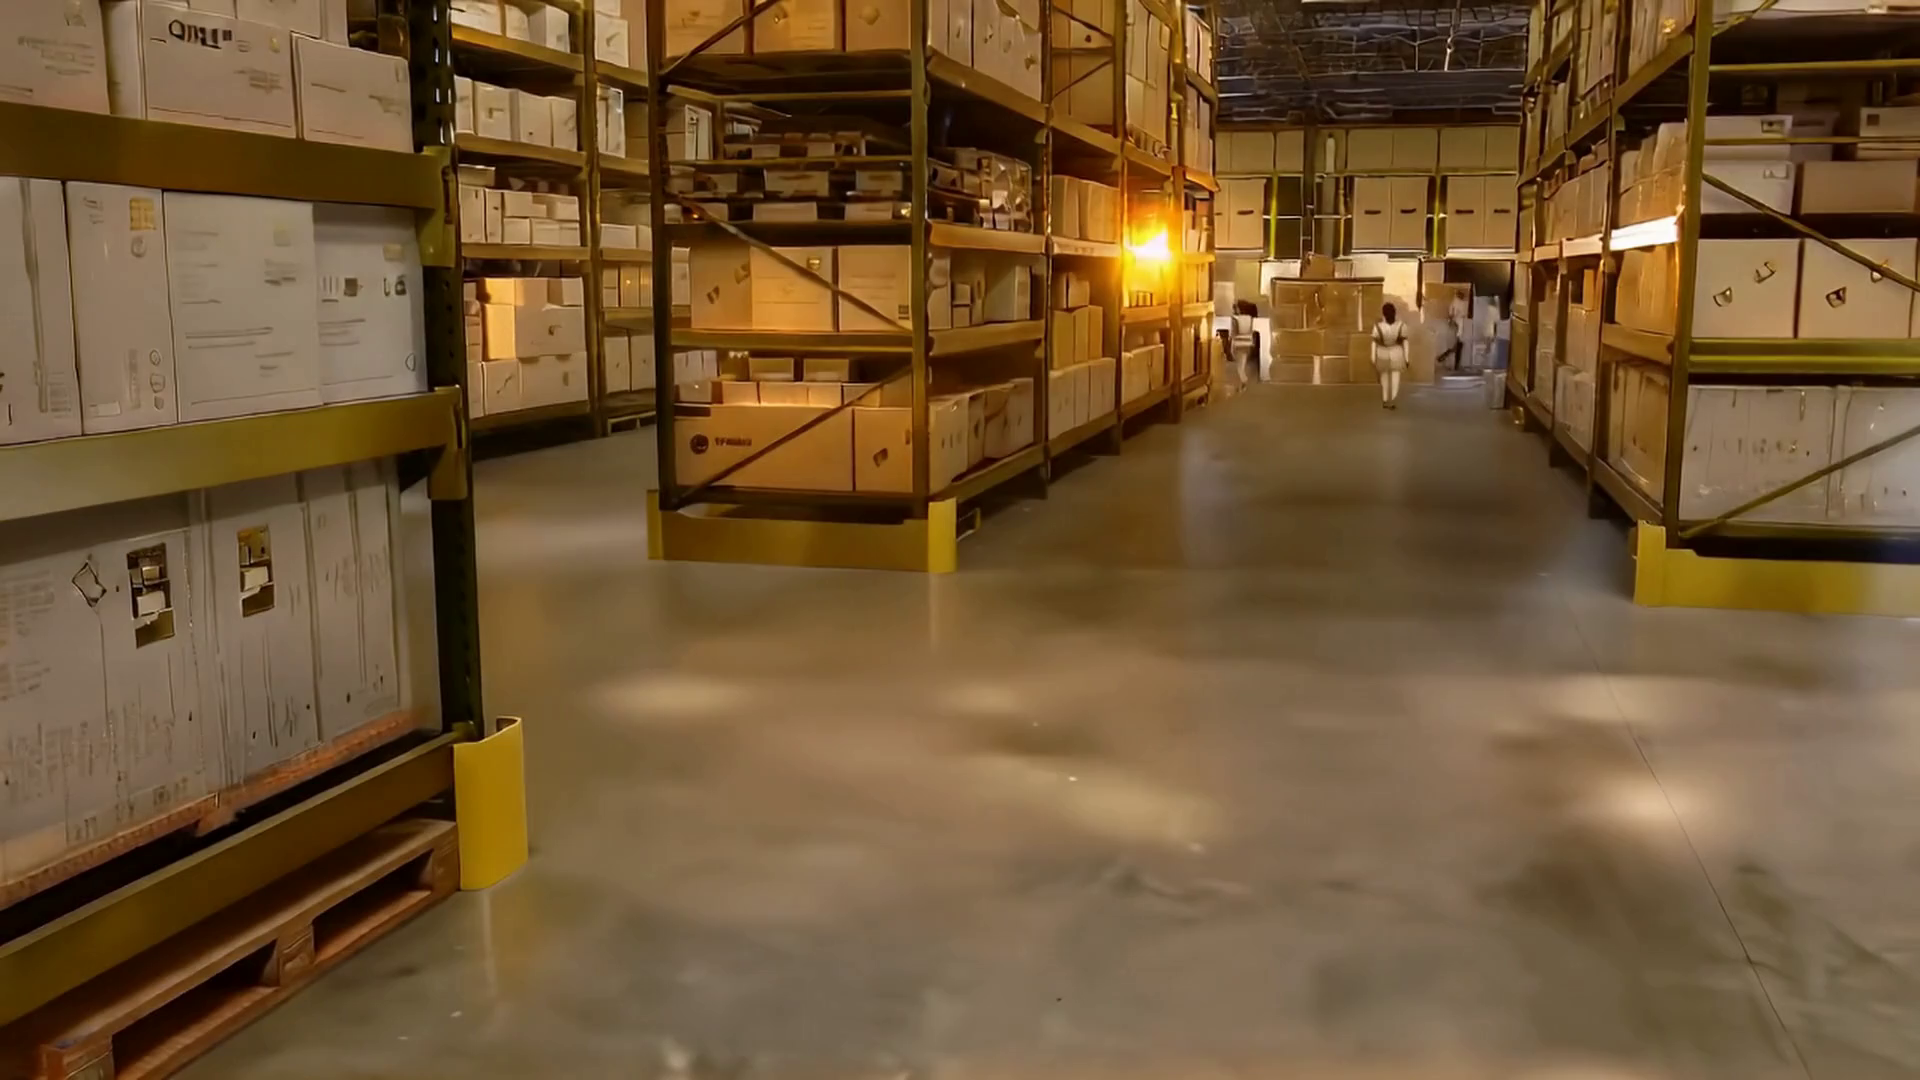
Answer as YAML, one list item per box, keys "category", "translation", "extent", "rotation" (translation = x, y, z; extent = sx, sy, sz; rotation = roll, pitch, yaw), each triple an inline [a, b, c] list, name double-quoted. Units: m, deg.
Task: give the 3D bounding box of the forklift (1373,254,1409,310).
- category: "forklift"
  translation: [13.862, -8.056, 54.952]
  extent: [1.873, 2.768, 1.129]
  rotation: [4, 10, 22]

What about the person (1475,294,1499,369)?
- category: "person"
  translation: [11.609, -4.560, 36.511]
  extent: [0.448, 1.685, 0.547]
  rotation: [0, 9, 0]

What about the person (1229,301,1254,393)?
- category: "person"
  translation: [4.968, -3.404, 29.344]
  extent: [0.544, 1.620, 0.394]
  rotation: [-4, 10, -26]

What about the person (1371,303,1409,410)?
- category: "person"
  translation: [6.653, -2.838, 25.715]
  extent: [0.589, 1.629, 0.875]
  rotation: [2, 9, 10]

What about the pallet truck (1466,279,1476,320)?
- category: "pallet truck"
  translation: [18.896, -8.459, 60.307]
  extent: [1.885, 1.965, 0.823]
  rotation: [5, 10, 31]

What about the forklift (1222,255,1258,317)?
- category: "forklift"
  translation: [9.336, -8.492, 57.723]
  extent: [1.873, 2.768, 1.129]
  rotation: [0, 9, -3]

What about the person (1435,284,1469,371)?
- category: "person"
  translation: [10.708, -4.600, 36.087]
  extent: [0.680, 1.919, 0.541]
  rotation: [2, 9, 10]
